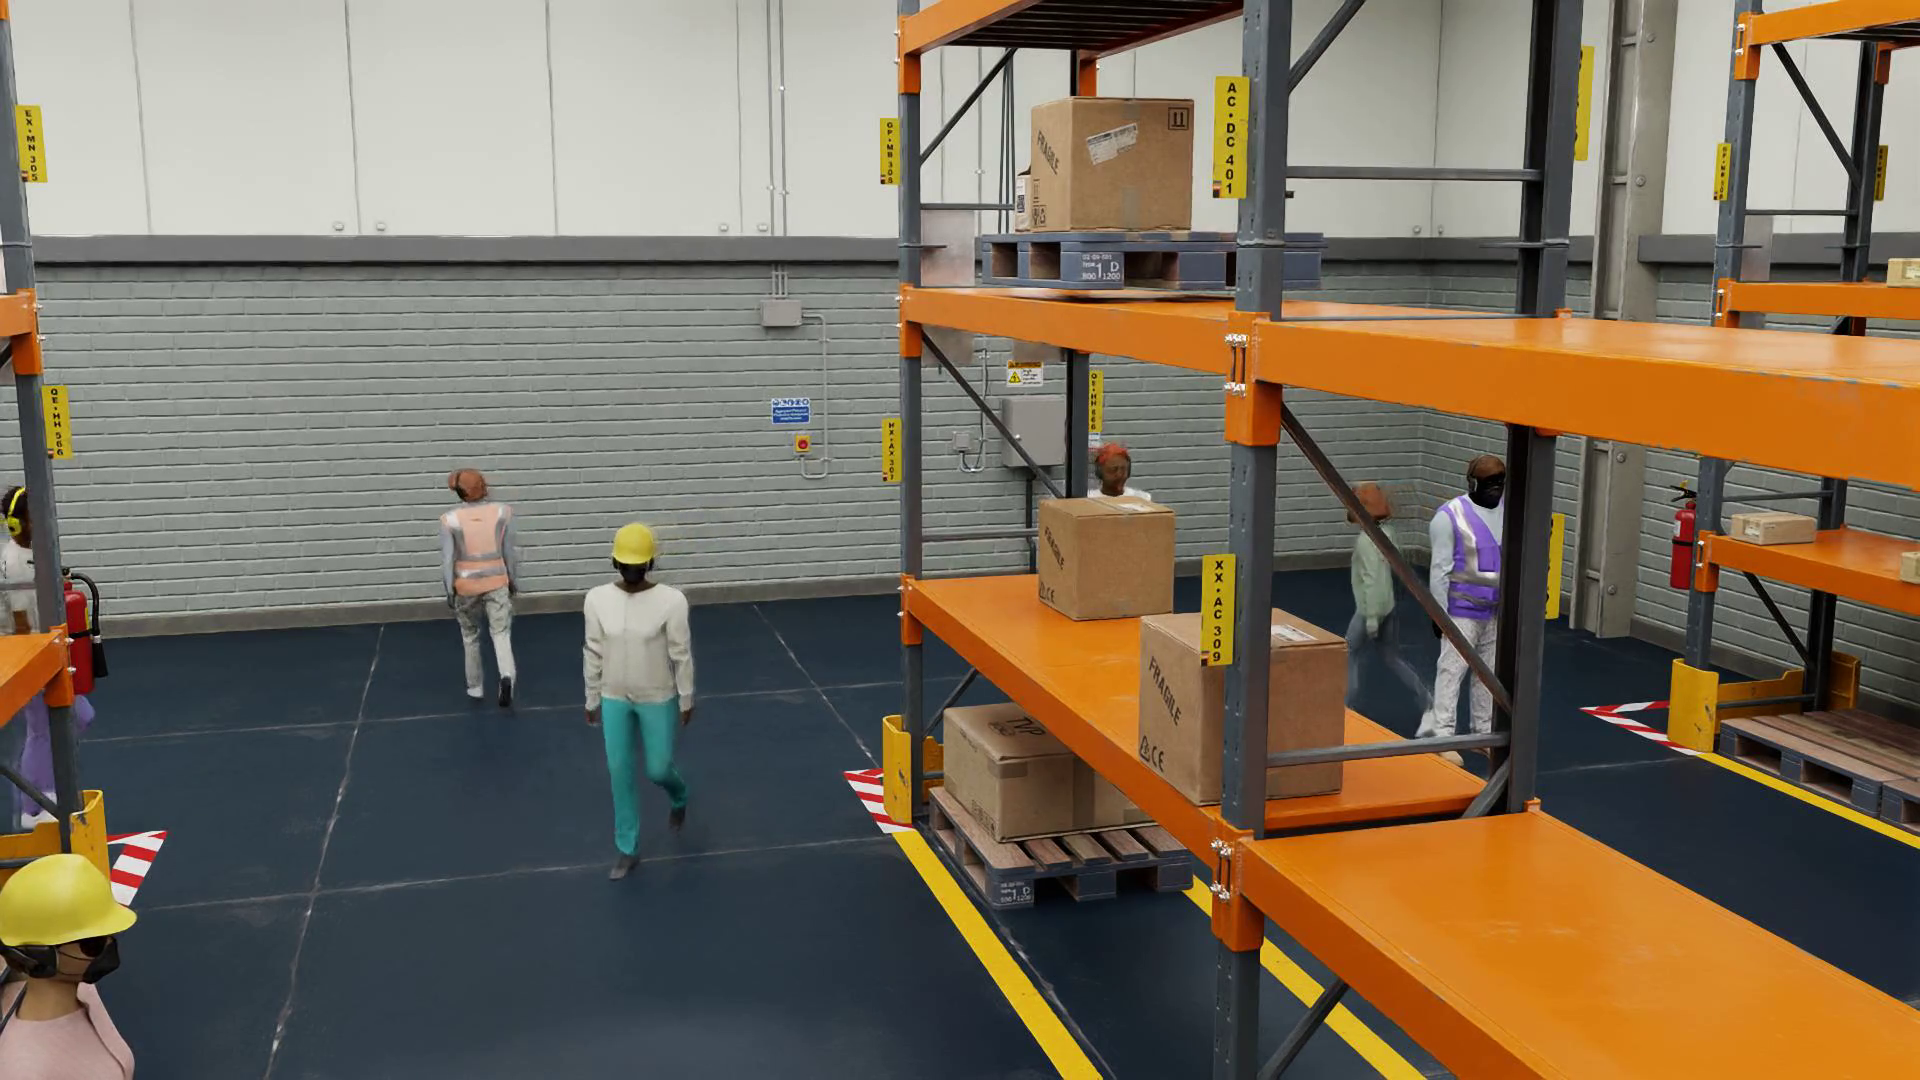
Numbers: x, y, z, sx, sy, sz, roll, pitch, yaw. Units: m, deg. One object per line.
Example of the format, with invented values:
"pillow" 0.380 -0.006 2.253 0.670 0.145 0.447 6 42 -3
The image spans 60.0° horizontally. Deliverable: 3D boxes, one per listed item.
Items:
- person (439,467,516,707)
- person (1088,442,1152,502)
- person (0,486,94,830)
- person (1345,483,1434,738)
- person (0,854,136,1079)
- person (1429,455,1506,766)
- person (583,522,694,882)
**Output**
"person" -3.161 0.319 11.008 0.510 1.606 0.708 -5 11 -25
"person" 0.903 0.313 10.262 0.587 1.870 0.585 -4 11 -23
"person" -4.736 0.624 8.576 0.444 1.839 0.556 -3 10 -17
"person" 2.630 0.442 10.302 0.772 1.602 0.510 5 11 28
"person" -1.901 1.533 3.621 0.308 1.769 0.525 -3 11 -19
"person" 3.054 0.412 9.790 0.633 1.841 0.429 -4 11 -20
"person" -1.550 0.753 8.127 0.536 1.753 0.538 1 10 8
